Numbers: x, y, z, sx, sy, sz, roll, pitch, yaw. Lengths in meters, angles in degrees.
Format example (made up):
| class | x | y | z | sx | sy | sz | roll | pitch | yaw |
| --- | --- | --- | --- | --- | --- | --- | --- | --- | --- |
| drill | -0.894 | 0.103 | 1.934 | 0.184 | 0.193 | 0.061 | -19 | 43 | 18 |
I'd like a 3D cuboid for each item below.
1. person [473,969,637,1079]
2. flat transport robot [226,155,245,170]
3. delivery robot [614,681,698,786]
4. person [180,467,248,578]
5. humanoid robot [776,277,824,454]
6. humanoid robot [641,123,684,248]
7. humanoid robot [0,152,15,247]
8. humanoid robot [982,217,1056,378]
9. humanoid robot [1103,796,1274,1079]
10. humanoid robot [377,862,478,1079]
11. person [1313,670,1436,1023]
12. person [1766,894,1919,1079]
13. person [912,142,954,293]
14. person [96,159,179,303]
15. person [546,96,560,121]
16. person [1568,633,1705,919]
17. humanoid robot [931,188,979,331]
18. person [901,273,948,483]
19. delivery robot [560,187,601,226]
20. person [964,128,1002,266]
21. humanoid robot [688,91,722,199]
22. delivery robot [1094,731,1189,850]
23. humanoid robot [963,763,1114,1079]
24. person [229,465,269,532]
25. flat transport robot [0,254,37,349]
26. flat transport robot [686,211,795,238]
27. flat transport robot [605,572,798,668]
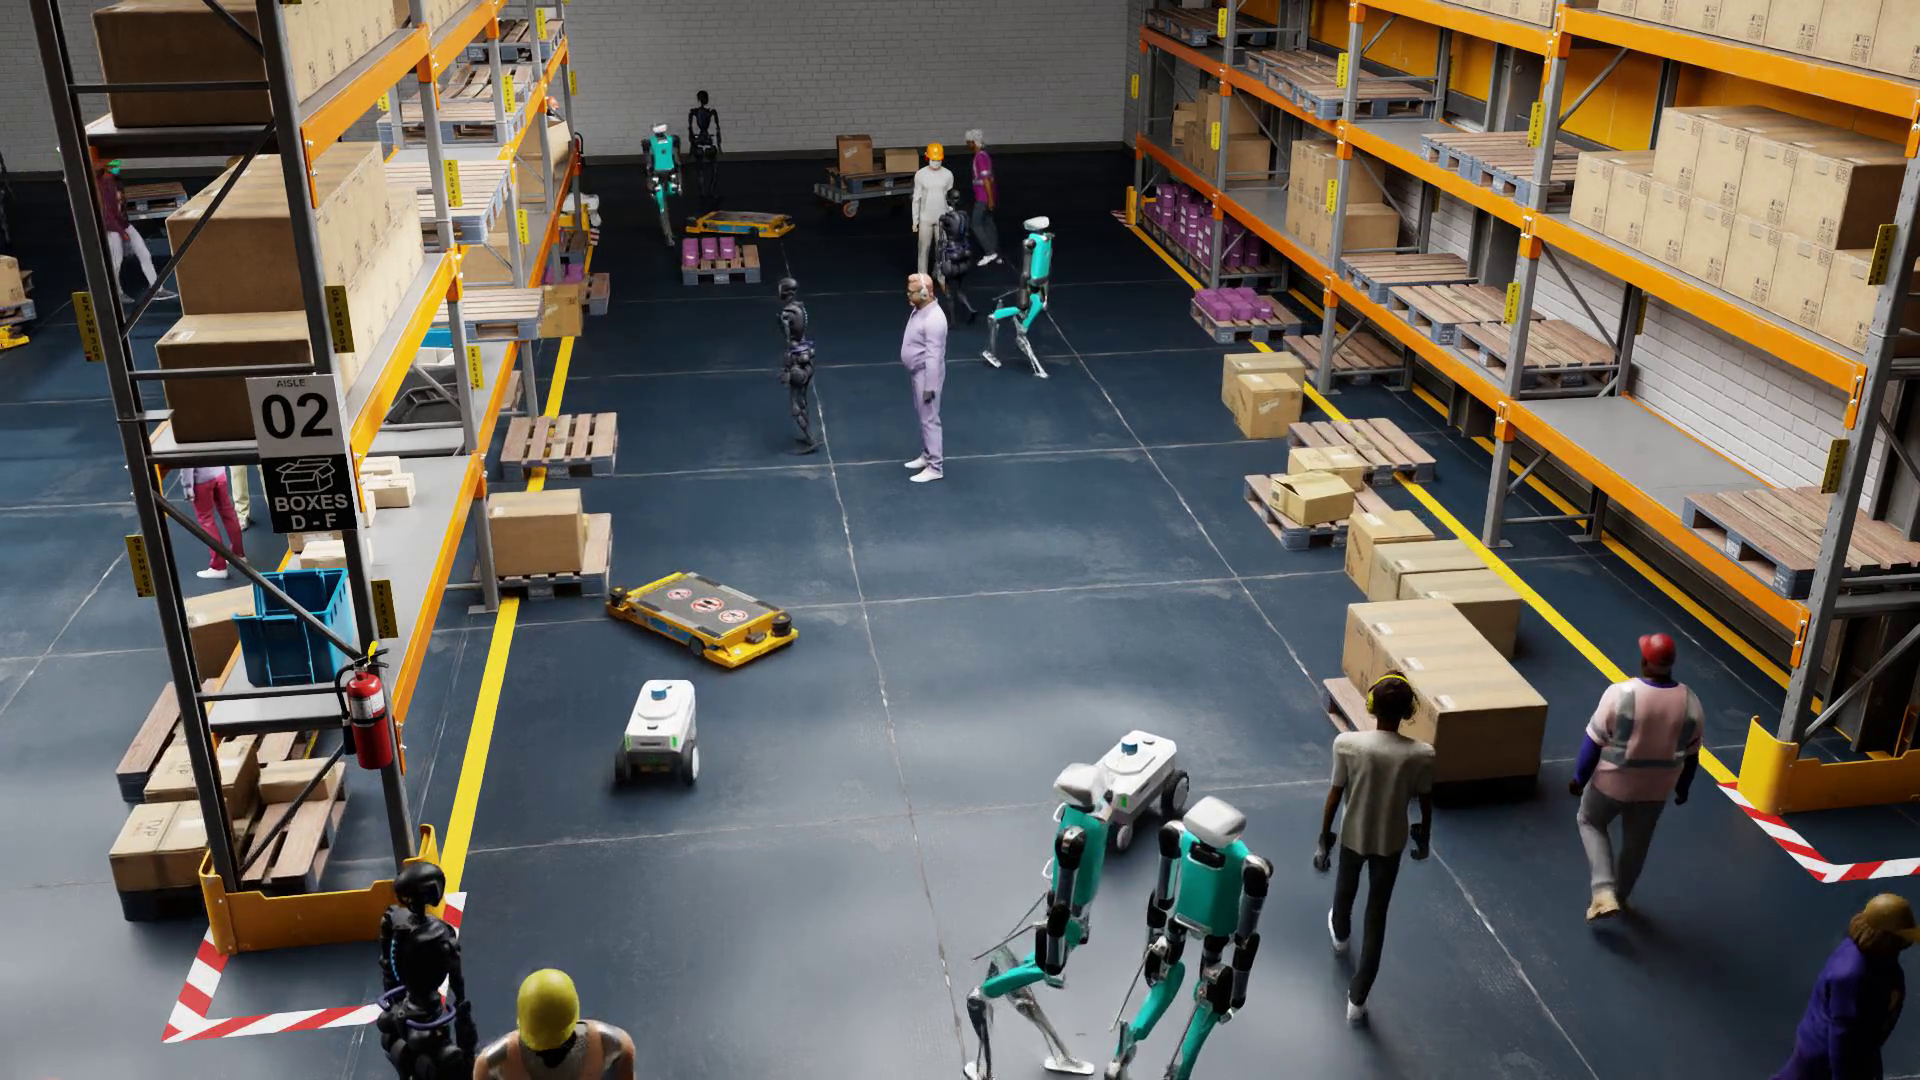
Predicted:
| class | x | y | z | sx | sy | sz | roll | pitch | yaw |
| --- | --- | --- | --- | --- | --- | --- | --- | --- | --- |
| person | -1.522 | 2.330 | 6.344 | 0.603 | 1.901 | 0.656 | -9 | 25 | -19 |
| flat transport robot | -10.234 | -5.047 | 25.177 | 0.659 | 0.231 | 1.431 | -1 | 24 | -3 |
| delivery robot | -1.902 | 1.185 | 10.585 | 0.499 | 0.564 | 0.739 | 0 | 24 | 0 |
| person | -5.945 | -0.482 | 13.090 | 0.278 | 1.628 | 0.503 | 5 | 24 | 11 |
| humanoid robot | -1.492 | -1.663 | 15.712 | 0.449 | 1.641 | 0.603 | 4 | 24 | 8 |
| humanoid robot | -4.169 | -4.996 | 23.261 | 0.568 | 1.760 | 0.948 | -7 | 25 | -15 |
| humanoid robot | -13.545 | -4.905 | 23.165 | 0.609 | 1.636 | 0.761 | -15 | 28 | -30 |
| humanoid robot | 0.556 | -2.627 | 17.899 | 0.997 | 1.785 | 0.533 | 15 | 28 | 31 |
| humanoid robot | 0.941 | 2.016 | 7.291 | 0.571 | 1.786 | 0.894 | 17 | 29 | 34 |
| humanoid robot | -2.282 | 2.098 | 7.168 | 0.595 | 1.640 | 0.616 | 16 | 28 | 32 |
| person | 2.094 | 1.459 | 8.404 | 0.563 | 1.829 | 0.900 | 6 | 24 | 13 |
| person | 3.781 | 2.171 | 7.097 | 0.491 | 1.570 | 0.864 | -19 | 30 | -36 |
| person | -0.330 | -4.029 | 20.841 | 0.558 | 1.893 | 0.365 | -5 | 24 | -11 |
| person | -10.166 | -3.814 | 20.332 | 0.938 | 1.905 | 0.501 | 5 | 24 | 10 |
| person | -6.079 | -5.761 | 24.953 | 0.561 | 1.753 | 0.321 | 11 | 26 | 24 |
| person | 3.595 | 1.294 | 8.893 | 0.633 | 1.743 | 0.474 | 1 | 24 | 3 |
| humanoid robot | -0.048 | -3.251 | 19.331 | 0.413 | 1.653 | 0.588 | 18 | 29 | 35 |
| person | -0.327 | -1.474 | 15.015 | 0.405 | 1.899 | 0.645 | -4 | 24 | -10 |
| delivery robot | -5.683 | -4.876 | 24.428 | 0.771 | 0.592 | 0.499 | -6 | 24 | -14 |
| person | 0.318 | -4.548 | 22.130 | 0.559 | 1.802 | 0.557 | 3 | 24 | 6 |
| humanoid robot | -4.003 | -6.142 | 25.928 | 0.603 | 1.647 | 0.475 | 8 | 25 | 18 |
| delivery robot | 1.012 | 1.453 | 9.998 | 0.499 | 0.583 | 0.774 | 15 | 28 | 30 |
| humanoid robot | 0.287 | 1.802 | 7.770 | 0.826 | 1.787 | 0.536 | 9 | 25 | 19 |
| person | -5.999 | -0.938 | 13.960 | 0.566 | 1.755 | 0.320 | -11 | 26 | -24 |
| flat transport robot | -11.420 | -2.375 | 19.090 | 1.431 | 0.231 | 0.659 | 14 | 27 | 29 |
| flat transport robot | -3.180 | -4.573 | 24.097 | 1.431 | 0.231 | 0.659 | 6 | 24 | 14 |
| flat transport robot | -1.941 | 0.561 | 12.400 | 1.431 | 0.231 | 0.659 | 19 | 30 | 37 |
